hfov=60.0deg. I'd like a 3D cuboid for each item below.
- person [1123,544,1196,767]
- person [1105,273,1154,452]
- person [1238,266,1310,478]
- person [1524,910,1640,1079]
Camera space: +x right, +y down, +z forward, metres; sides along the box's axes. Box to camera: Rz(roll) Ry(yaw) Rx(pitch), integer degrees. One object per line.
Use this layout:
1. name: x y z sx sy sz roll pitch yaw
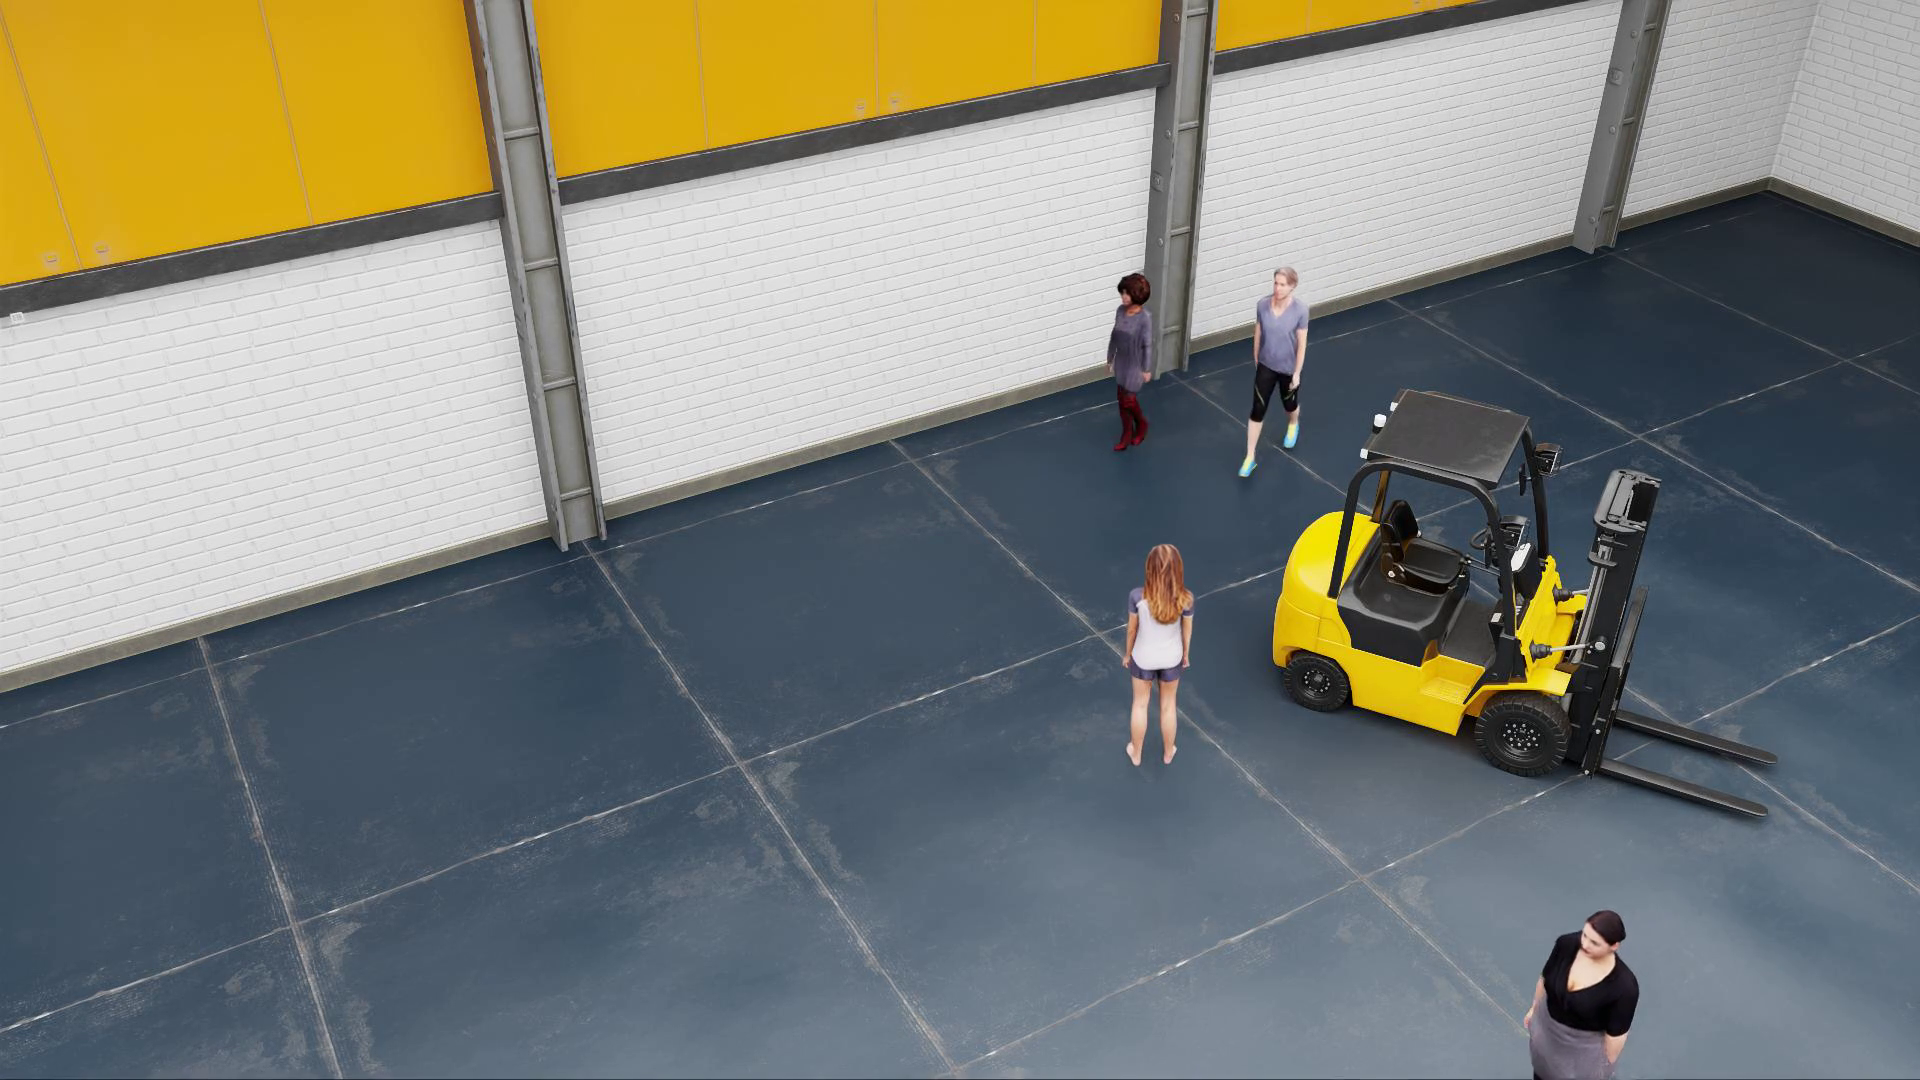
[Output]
1. person: 1.318 0.789 11.130 0.640 1.729 0.748 0 34 0
2. person: 1.572 -1.560 14.690 0.672 1.700 0.650 -24 40 -31
3. person: 2.819 -1.522 14.498 1.121 1.849 1.311 15 36 21
4. person: 3.206 2.515 8.518 0.769 1.747 0.675 -16 37 -22
